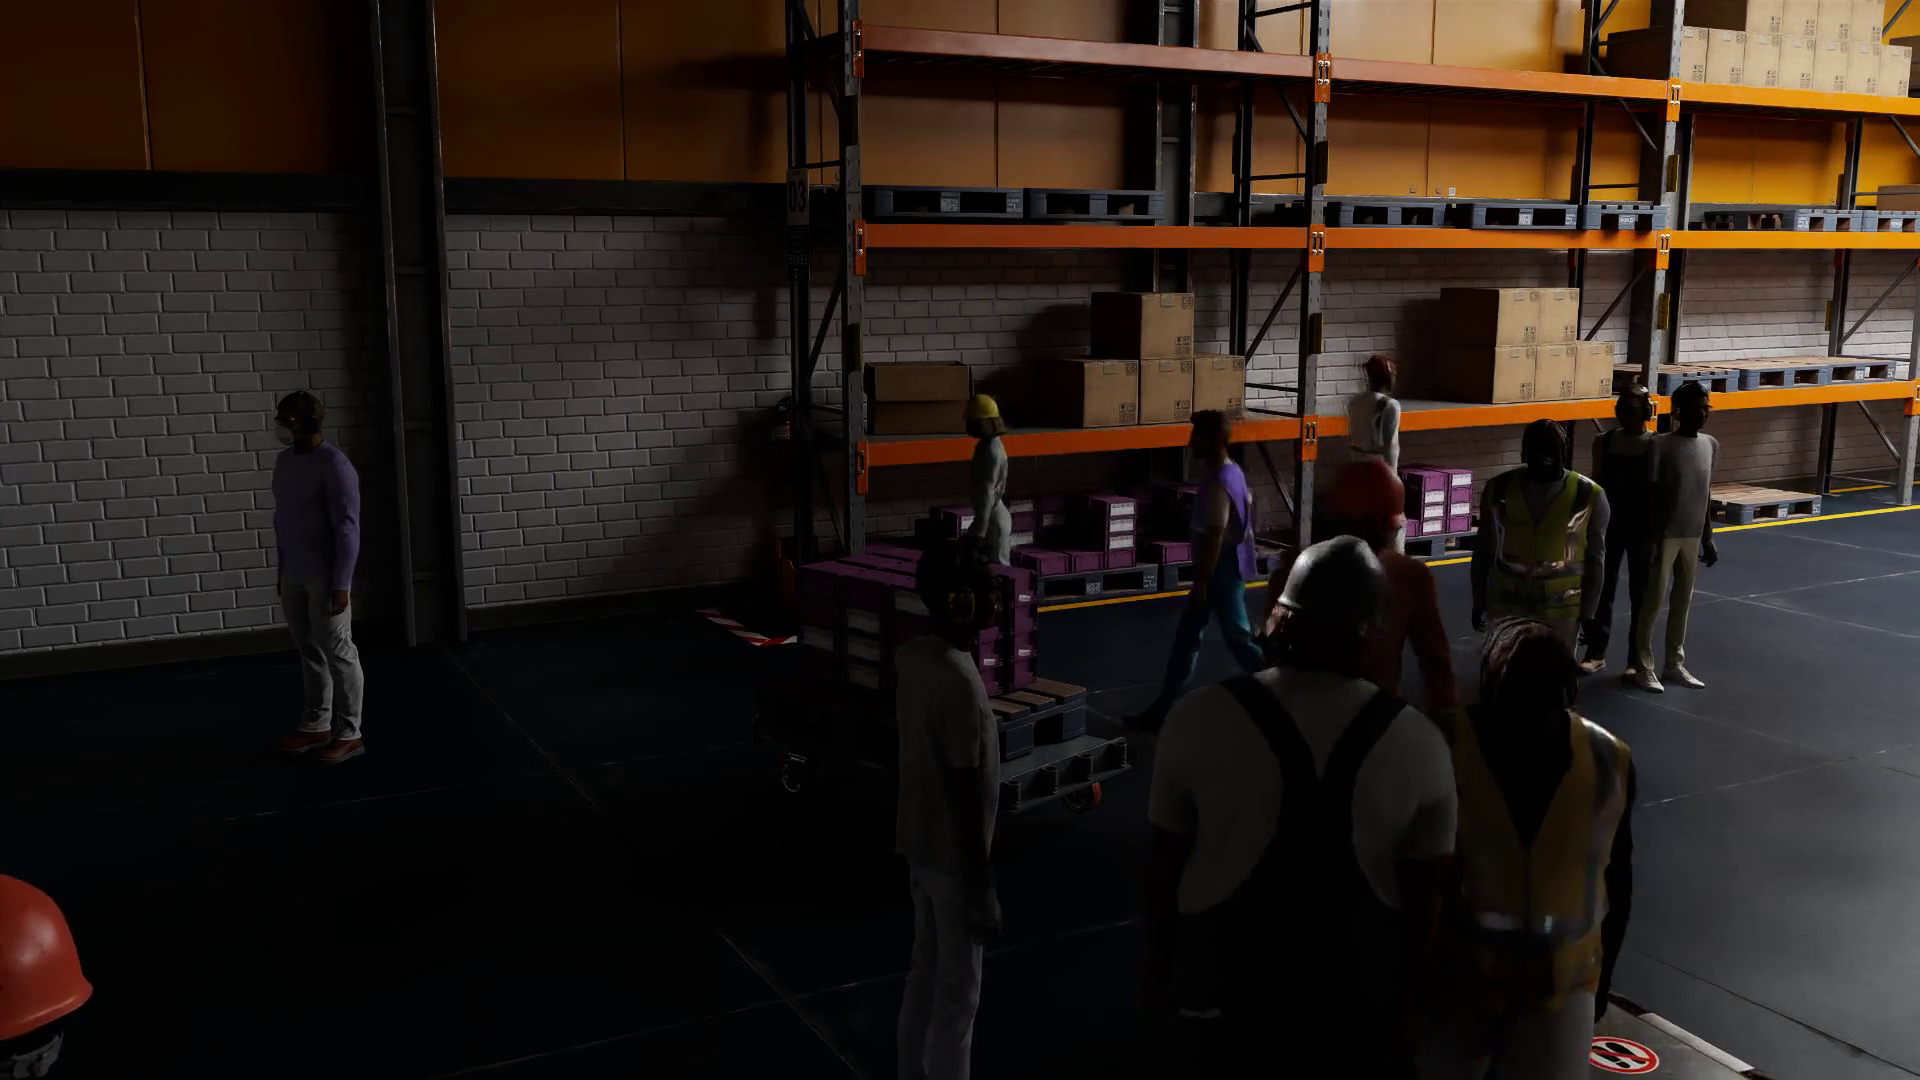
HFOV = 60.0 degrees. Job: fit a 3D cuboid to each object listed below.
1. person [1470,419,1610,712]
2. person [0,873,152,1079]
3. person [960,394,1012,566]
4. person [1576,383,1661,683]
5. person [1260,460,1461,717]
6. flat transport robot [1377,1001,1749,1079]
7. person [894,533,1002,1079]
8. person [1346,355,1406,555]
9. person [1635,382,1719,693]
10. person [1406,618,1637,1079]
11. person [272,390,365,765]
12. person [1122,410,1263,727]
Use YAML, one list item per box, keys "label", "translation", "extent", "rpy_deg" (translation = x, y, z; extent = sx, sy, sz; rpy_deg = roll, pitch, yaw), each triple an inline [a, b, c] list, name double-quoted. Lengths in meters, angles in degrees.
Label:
- label: "person"
  translation: [2.807, 0.328, 8.132]
  extent: [0.627, 1.844, 0.429]
  rpy_deg: [5, 11, 25]
- label: "person"
  translation: [-1.145, 1.332, 2.069]
  extent: [0.371, 1.939, 0.543]
  rpy_deg: [2, 10, 11]
- label: "person"
  translation: [0.129, -0.082, 10.841]
  extent: [0.622, 1.723, 0.499]
  rpy_deg: [-2, 10, -12]
- label: "person"
  translation: [4.113, -0.045, 10.262]
  extent: [0.506, 1.846, 0.348]
  rpy_deg: [9, 13, 41]
- label: "person"
  translation: [1.355, 0.682, 5.801]
  extent: [0.642, 1.962, 0.766]
  rpy_deg: [-2, 10, -12]
- label: "flat transport robot"
  translation: [1.947, 1.636, 5.113]
  extent: [0.652, 0.197, 1.431]
  rpy_deg: [-4, 11, -23]
- label: "person"
  translation: [-0.015, 0.907, 4.709]
  extent: [0.327, 1.874, 0.518]
  rpy_deg: [-4, 11, -22]
- label: "person"
  translation: [3.240, -0.468, 12.644]
  extent: [0.775, 1.859, 0.606]
  rpy_deg: [-5, 11, -27]
- label: "person"
  translation: [4.338, -0.017, 10.029]
  extent: [0.518, 1.874, 0.327]
  rpy_deg: [-3, 10, -16]
- label: "person"
  translation: [1.338, 1.047, 4.134]
  extent: [0.620, 1.803, 0.959]
  rpy_deg: [1, 10, 7]
- label: "person"
  translation: [-3.347, 0.192, 8.631]
  extent: [0.627, 1.941, 0.370]
  rpy_deg: [7, 12, 37]
- label: "person"
  translation: [1.421, 0.189, 9.069]
  extent: [0.962, 1.804, 0.588]
  rpy_deg: [1, 10, 6]
